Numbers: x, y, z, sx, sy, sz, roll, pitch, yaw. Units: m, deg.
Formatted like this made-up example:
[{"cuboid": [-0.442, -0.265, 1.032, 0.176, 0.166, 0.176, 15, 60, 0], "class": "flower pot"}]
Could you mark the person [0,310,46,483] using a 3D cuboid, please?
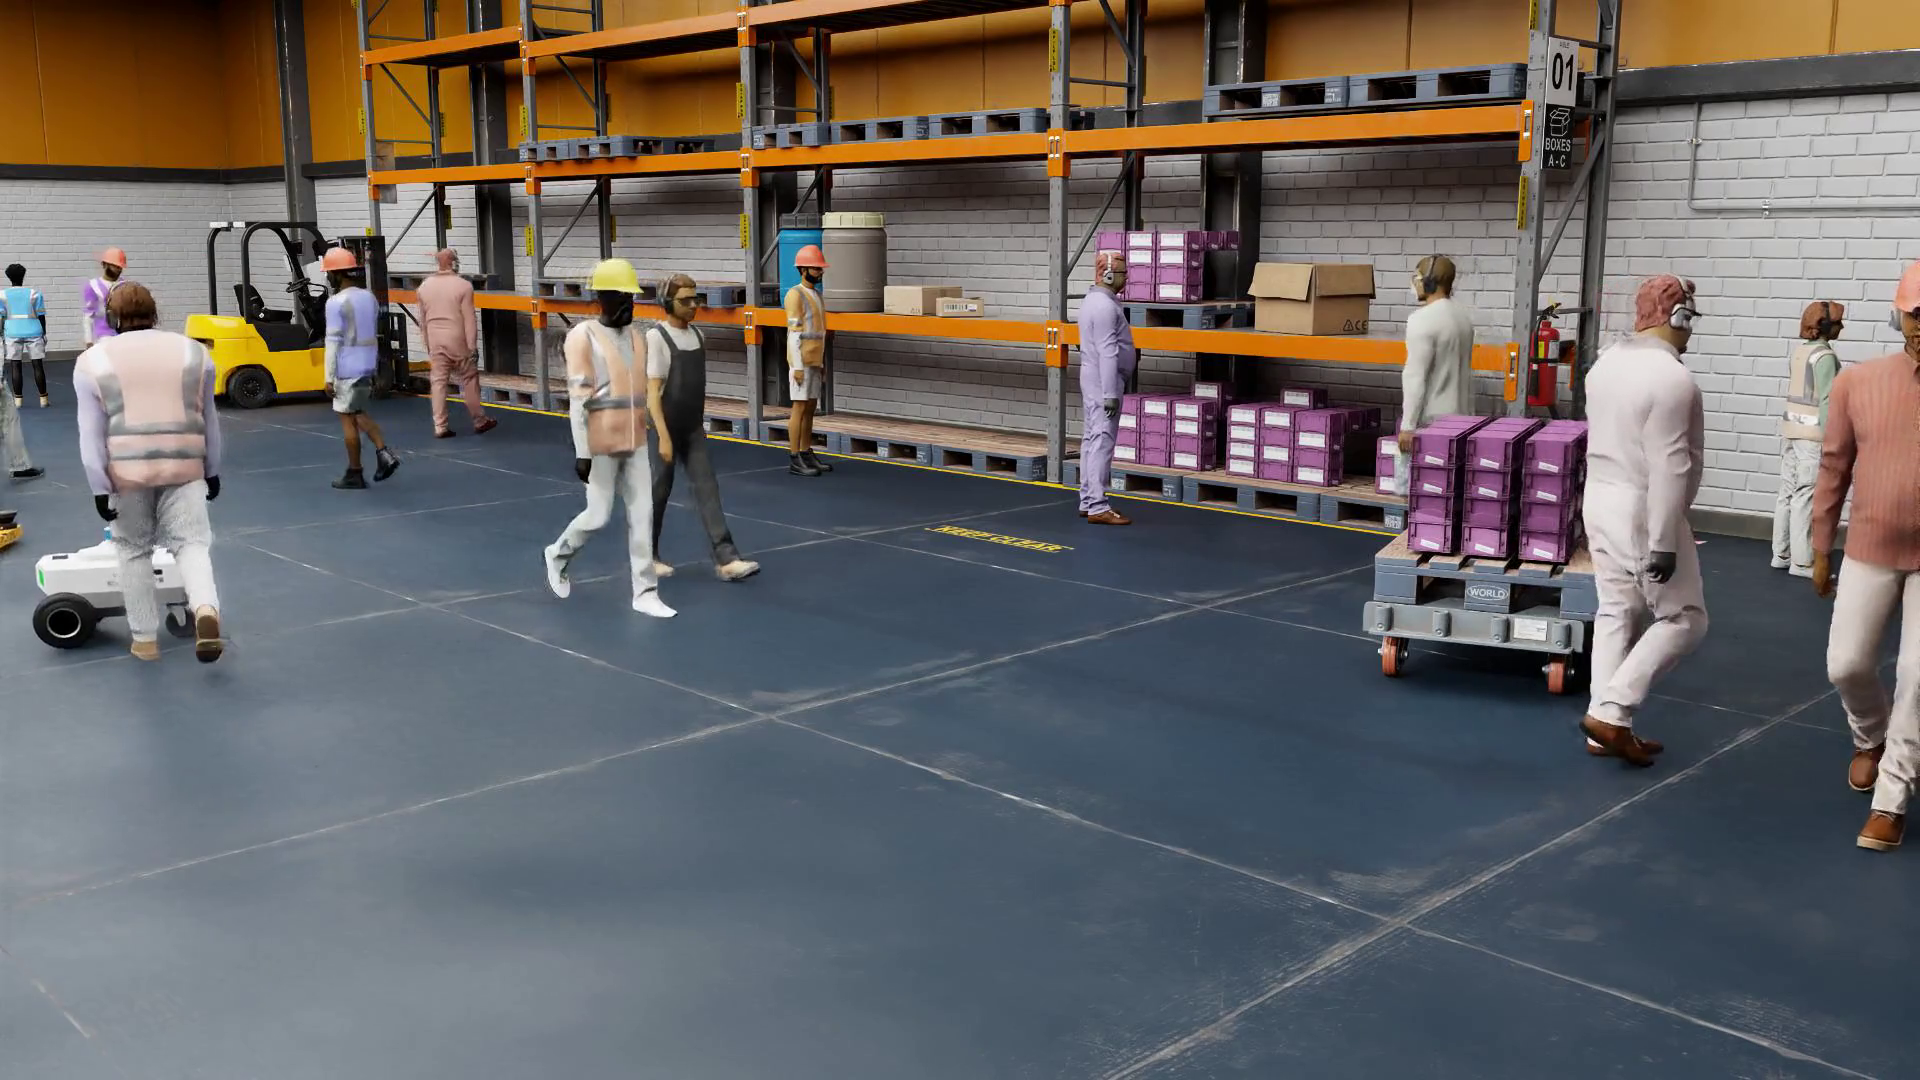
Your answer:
[{"cuboid": [-7.862, -1.336, 13.459, 0.612, 1.796, 0.802, 3, 11, 14], "class": "person"}]

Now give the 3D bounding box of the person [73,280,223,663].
[{"cuboid": [-3.751, -0.296, 7.774, 0.623, 1.818, 0.750, -7, 13, -34], "class": "person"}]

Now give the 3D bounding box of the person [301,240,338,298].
[{"cuboid": [-9.212, -3.363, 24.084, 0.603, 1.966, 0.367, 1, 10, 4], "class": "person"}]

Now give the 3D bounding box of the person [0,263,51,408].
[{"cuboid": [-11.002, -2.391, 19.530, 0.533, 1.693, 0.319, -6, 12, -29], "class": "person"}]

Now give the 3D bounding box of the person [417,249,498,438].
[{"cuboid": [-5.073, -1.988, 16.819, 0.673, 1.872, 0.878, 3, 11, 14], "class": "person"}]

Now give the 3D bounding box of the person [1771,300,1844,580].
[{"cuboid": [5.049, -0.594, 9.873, 0.311, 1.642, 0.513, 1, 10, 5], "class": "person"}]

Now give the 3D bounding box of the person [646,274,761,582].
[{"cuboid": [-1.597, -0.637, 9.688, 0.888, 1.796, 0.523, 7, 13, 34], "class": "person"}]

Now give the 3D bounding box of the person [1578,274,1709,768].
[{"cuboid": [2.614, -0.061, 6.334, 0.417, 1.880, 0.645, -1, 10, -8], "class": "person"}]

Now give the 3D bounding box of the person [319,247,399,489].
[{"cuboid": [-4.821, -1.350, 13.210, 0.449, 1.926, 0.576, 3, 11, 17], "class": "person"}]

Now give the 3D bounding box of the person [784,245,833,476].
[{"cuboid": [-1.269, -1.515, 14.083, 0.375, 1.939, 0.546, 4, 11, 19], "class": "person"}]

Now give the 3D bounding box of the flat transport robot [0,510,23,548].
[{"cuboid": [-6.831, -0.030, 10.536, 1.431, 0.197, 0.652, -2, 11, -12], "class": "flat transport robot"}]

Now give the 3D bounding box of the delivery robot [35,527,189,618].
[{"cuboid": [-4.241, 0.174, 8.395, 0.707, 0.478, 0.477, -4, 11, -20], "class": "delivery robot"}]

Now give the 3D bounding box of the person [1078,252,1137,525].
[{"cuboid": [1.042, -1.067, 11.730, 0.402, 1.906, 0.651, -1, 10, -5], "class": "person"}]

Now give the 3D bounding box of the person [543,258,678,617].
[{"cuboid": [-1.890, -0.544, 8.884, 0.785, 1.908, 0.595, 7, 13, 34], "class": "person"}]

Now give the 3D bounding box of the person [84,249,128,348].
[{"cuboid": [-9.467, -2.310, 18.637, 1.066, 1.868, 0.544, 8, 13, 38], "class": "person"}]

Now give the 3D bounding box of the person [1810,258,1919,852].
[{"cuboid": [3.191, 0.031, 5.580, 0.623, 1.969, 0.587, 9, 13, 39], "class": "person"}]

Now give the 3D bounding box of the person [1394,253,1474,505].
[{"cuboid": [2.779, -0.680, 9.575, 0.569, 1.922, 0.644, 8, 13, 39], "class": "person"}]

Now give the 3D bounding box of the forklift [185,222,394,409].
[{"cuboid": [-8.169, -2.758, 20.163, 2.313, 2.155, 1.214, -10, 14, -44], "class": "forklift"}]
